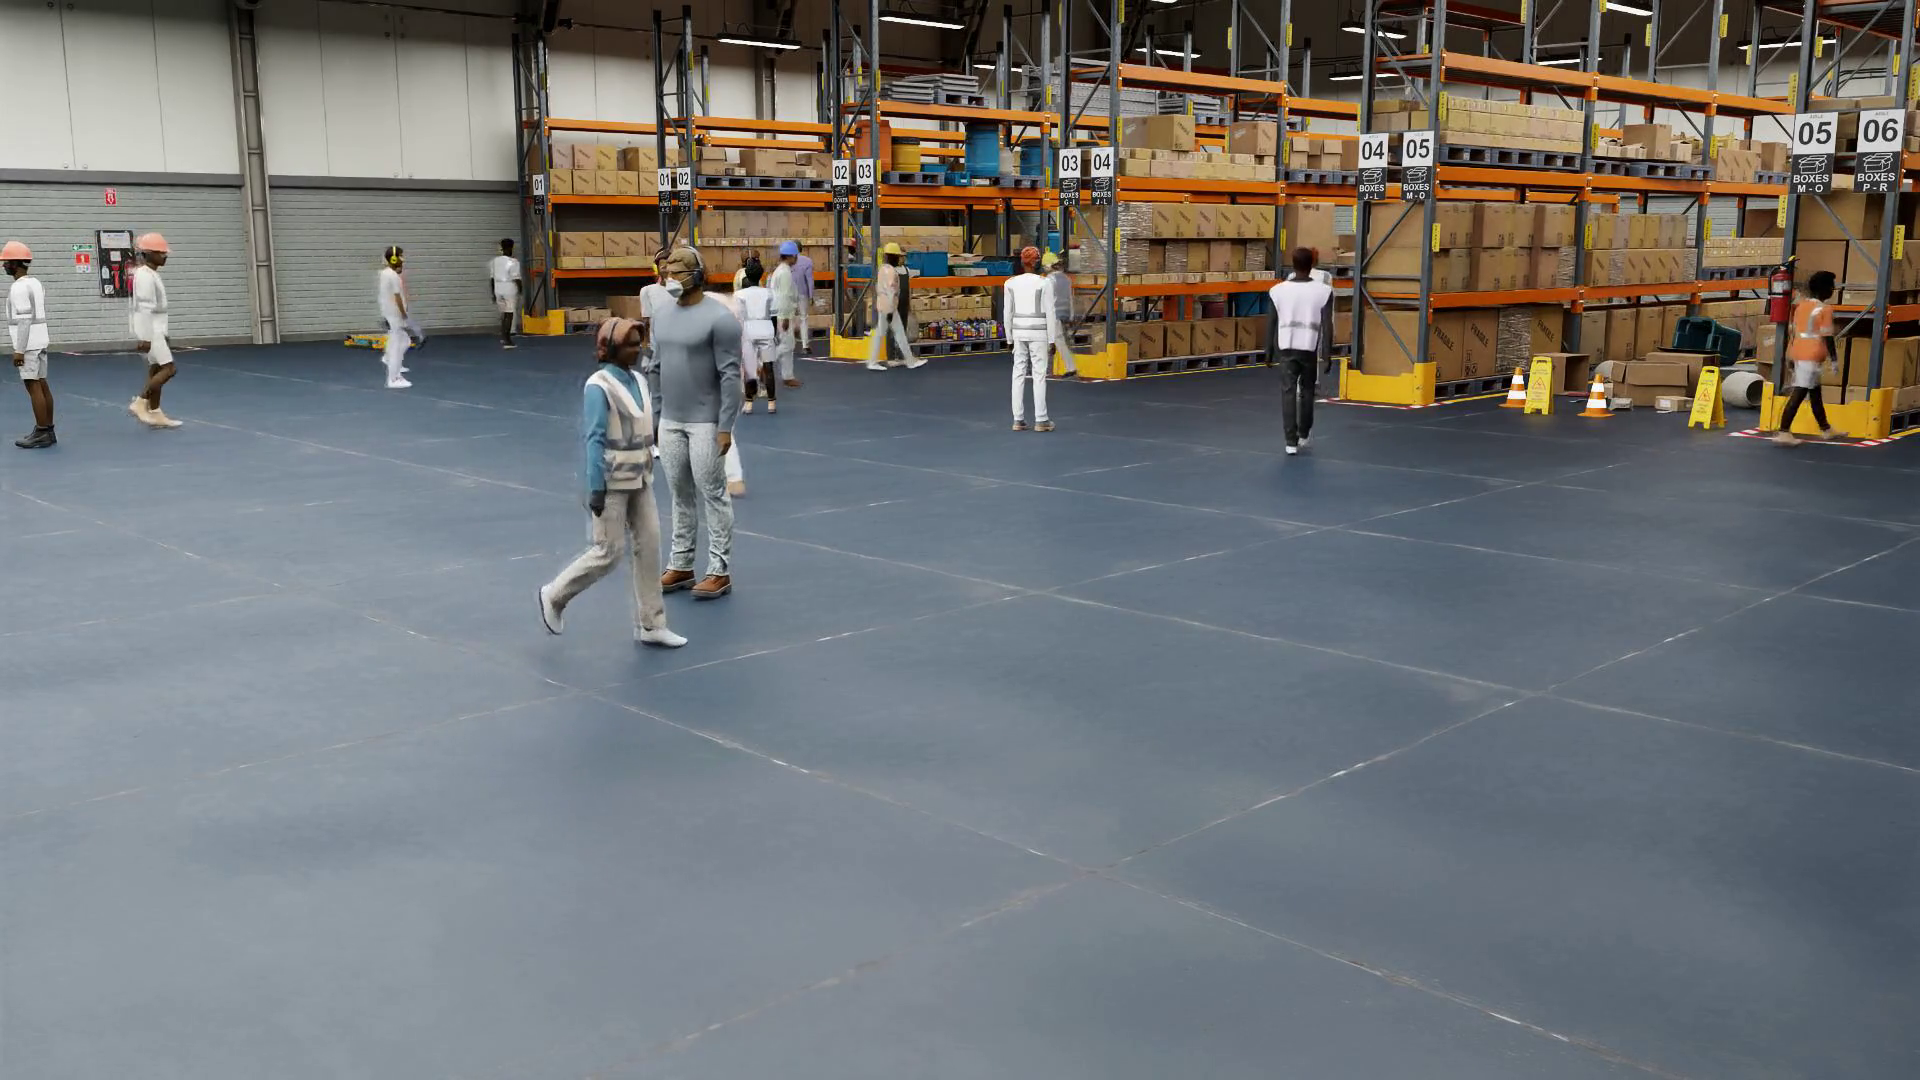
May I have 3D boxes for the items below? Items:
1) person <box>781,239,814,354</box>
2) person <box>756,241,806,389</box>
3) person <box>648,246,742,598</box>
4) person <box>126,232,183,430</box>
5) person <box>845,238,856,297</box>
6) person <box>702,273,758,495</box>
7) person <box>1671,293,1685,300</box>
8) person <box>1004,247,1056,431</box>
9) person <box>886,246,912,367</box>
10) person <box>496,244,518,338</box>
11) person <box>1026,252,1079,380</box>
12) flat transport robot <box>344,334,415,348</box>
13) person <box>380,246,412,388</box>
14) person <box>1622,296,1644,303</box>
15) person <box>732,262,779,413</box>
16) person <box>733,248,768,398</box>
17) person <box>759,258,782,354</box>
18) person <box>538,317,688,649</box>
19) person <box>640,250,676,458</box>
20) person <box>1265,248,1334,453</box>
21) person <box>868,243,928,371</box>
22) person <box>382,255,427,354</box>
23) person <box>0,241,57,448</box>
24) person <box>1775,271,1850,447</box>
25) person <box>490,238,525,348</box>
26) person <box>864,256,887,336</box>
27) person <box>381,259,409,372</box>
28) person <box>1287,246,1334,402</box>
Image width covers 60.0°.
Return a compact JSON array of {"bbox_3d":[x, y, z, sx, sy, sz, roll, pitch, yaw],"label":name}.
[{"bbox_3d":[-2.781,-4.142,28.291,0.628,1.940,0.373,1,10,5],"label":"person"},{"bbox_3d":[-2.367,-2.934,21.727,0.638,1.927,0.624,-2,11,-11],"label":"person"},{"bbox_3d":[-1.487,-0.653,9.267,0.627,1.940,0.371,7,13,34],"label":"person"},{"bbox_3d":[-8.314,-2.147,17.189,0.471,2.030,0.624,-4,11,-22],"label":"person"},{"bbox_3d":[-2.311,-5.442,35.385,0.354,1.939,0.544,-4,11,-21],"label":"person"},{"bbox_3d":[-1.951,-1.259,13.061,0.995,1.765,0.657,10,14,42],"label":"person"},{"bbox_3d":[16.309,-5.793,37.617,0.605,1.815,0.498,-5,11,-24],"label":"person"},{"bbox_3d":[0.730,-2.072,17.159,0.573,1.883,0.355,6,12,28],"label":"person"},{"bbox_3d":[-0.950,-3.582,25.520,0.329,1.839,0.503,9,14,41],"label":"person"},{"bbox_3d":[-8.917,-4.907,32.776,0.403,1.827,0.597,-3,11,-15],"label":"person"},{"bbox_3d":[1.317,-3.122,23.207,0.976,1.772,0.623,8,13,37],"label":"person"},{"bbox_3d":[-10.478,-3.596,29.983,0.652,0.197,1.431,-10,14,-44],"label":"flat transport robot"},{"bbox_3d":[-7.410,-2.939,21.963,0.472,1.852,0.576,-6,12,-31],"label":"person"},{"bbox_3d":[12.668,-4.608,31.214,0.805,1.797,0.646,1,10,7],"label":"person"},{"bbox_3d":[-2.311,-2.289,18.846,0.535,1.697,0.322,-3,11,-14],"label":"person"},{"bbox_3d":[-2.613,-2.725,20.829,0.430,1.845,0.619,-4,11,-18],"label":"person"},{"bbox_3d":[-3.076,-3.967,28.203,0.512,1.616,0.495,5,11,25],"label":"person"},{"bbox_3d":[-1.705,-0.274,8.088,0.669,1.620,0.523,3,11,17],"label":"person"},{"bbox_3d":[-2.639,-1.687,15.092,0.513,1.871,0.329,-6,12,-29],"label":"person"},{"bbox_3d":[3.172,-1.781,15.590,0.618,1.868,0.966,2,11,12],"label":"person"},{"bbox_3d":[-0.959,-3.446,24.654,0.909,1.880,0.612,-4,11,-20],"label":"person"},{"bbox_3d":[-9.637,-4.104,28.749,0.532,1.709,0.881,5,12,26],"label":"person"},{"bbox_3d":[-8.893,-1.859,15.843,0.362,1.939,0.542,-2,11,-12],"label":"person"},{"bbox_3d":[8.195,-1.717,15.824,0.831,1.654,0.550,0,10,2],"label":"person"},{"bbox_3d":[-8.078,-4.418,29.773,0.630,1.942,0.575,5,11,25],"label":"person"},{"bbox_3d":[-1.469,-4.691,32.195,0.817,1.589,0.526,-7,12,-33],"label":"person"},{"bbox_3d":[-8.292,-3.335,24.469,0.504,1.723,0.370,8,13,38],"label":"person"},{"bbox_3d":[4.214,-2.620,20.196,0.677,1.863,0.453,-1,10,-7],"label":"person"}]
